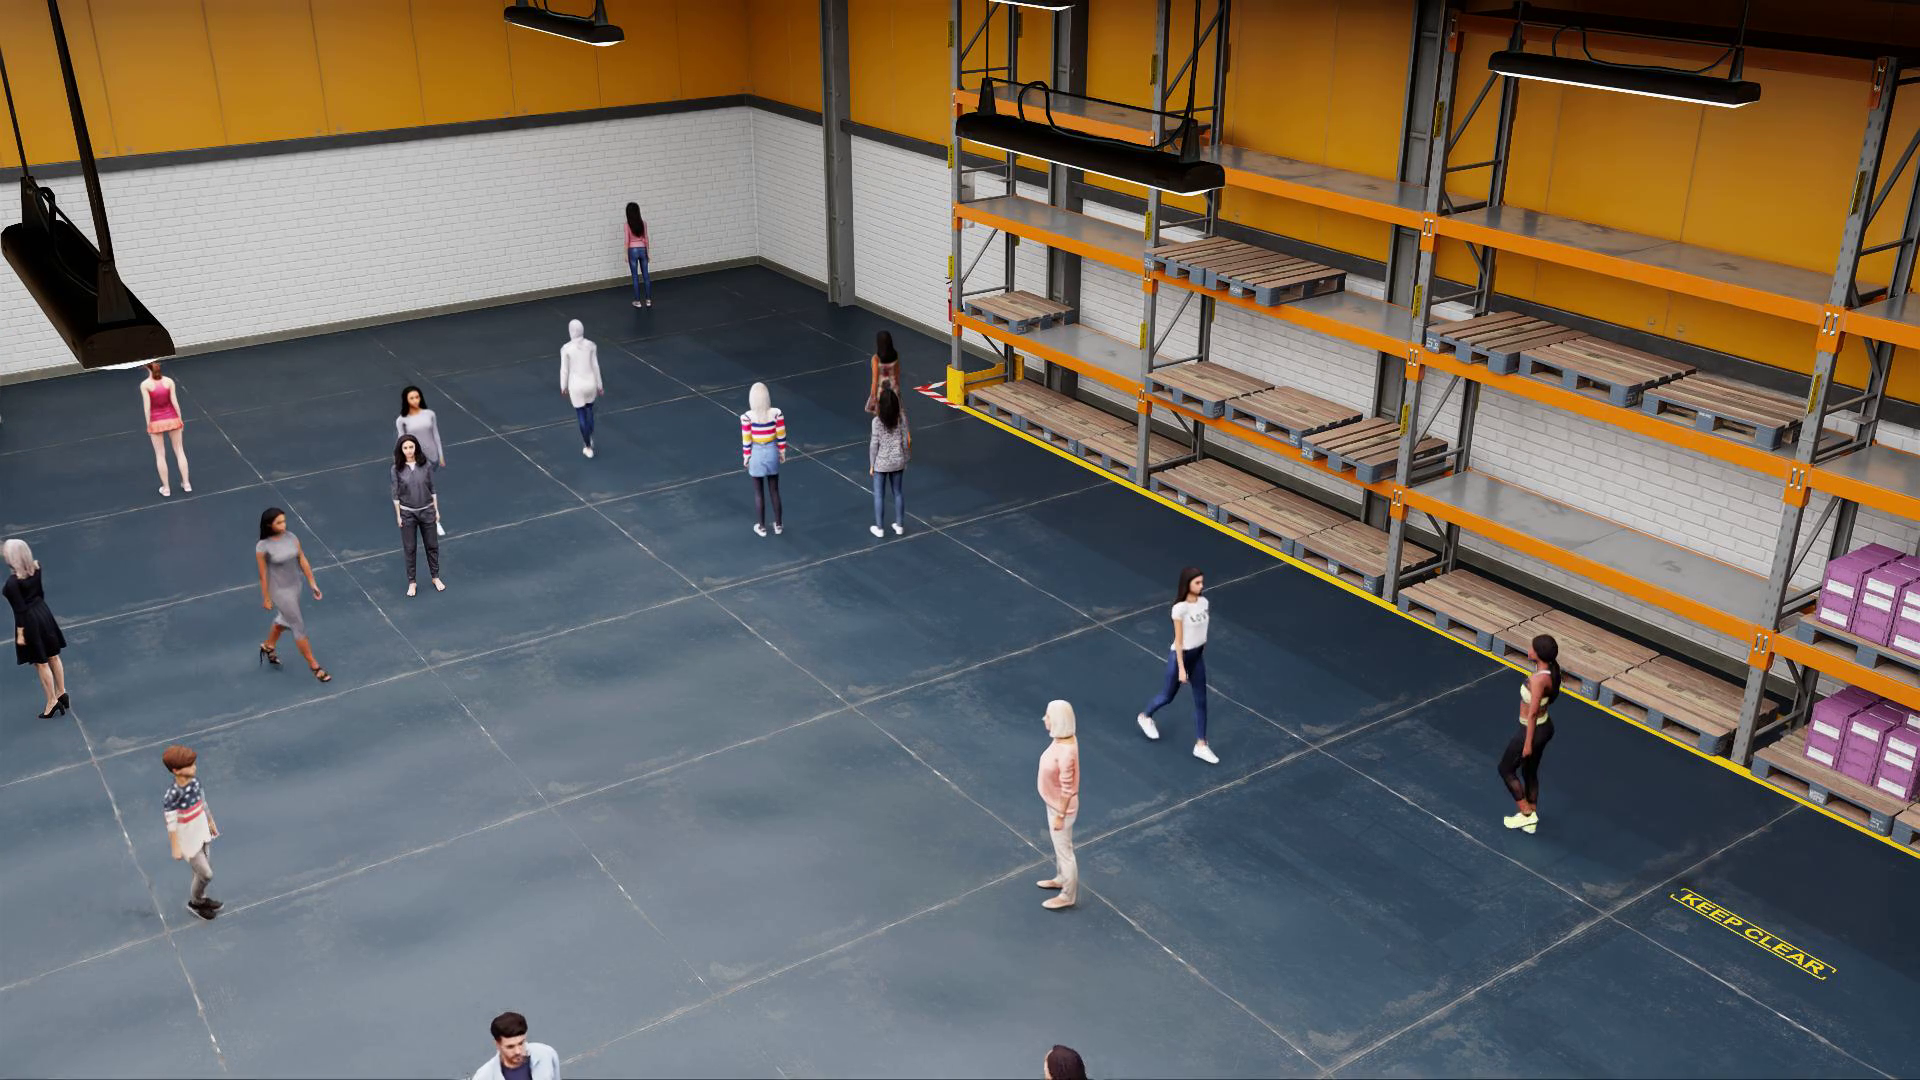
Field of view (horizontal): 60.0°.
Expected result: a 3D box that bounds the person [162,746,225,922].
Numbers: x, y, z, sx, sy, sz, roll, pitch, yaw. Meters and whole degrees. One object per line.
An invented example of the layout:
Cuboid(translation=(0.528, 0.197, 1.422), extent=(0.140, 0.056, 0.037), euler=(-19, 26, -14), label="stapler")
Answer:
Cuboid(translation=(-5.744, 2.163, 12.299), extent=(0.694, 1.428, 0.632), euler=(4, 24, 8), label="person")

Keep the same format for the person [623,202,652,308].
Cuboid(translation=(-5.394, -4.782, 27.794), extent=(0.603, 1.742, 0.523), euler=(-12, 26, -25), label="person")

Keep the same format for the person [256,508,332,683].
Cuboid(translation=(-6.430, 0.511, 15.701), extent=(1.211, 1.730, 0.957), euler=(11, 26, 24), label="person")

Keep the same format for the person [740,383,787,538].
Cuboid(translation=(-2.224, -0.924, 18.885), extent=(0.705, 1.808, 0.613), euler=(-7, 25, -17), label="person")

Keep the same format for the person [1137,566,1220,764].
Cuboid(translation=(1.885, 1.050, 14.455), extent=(0.620, 1.740, 1.104), euler=(-17, 29, -34), label="person")

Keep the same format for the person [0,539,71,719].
Cuboid(translation=(-8.375, 0.788, 15.047), extent=(0.758, 1.747, 0.679), euler=(1, 24, 2), label="person")

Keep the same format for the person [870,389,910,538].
Cuboid(translation=(-0.807, -0.878, 18.876), extent=(0.652, 1.731, 0.591), euler=(-11, 26, -23), label="person")

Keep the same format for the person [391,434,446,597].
Cuboid(translation=(-5.710, -0.291, 17.494), extent=(0.631, 1.764, 0.561), euler=(-11, 26, -23), label="person")

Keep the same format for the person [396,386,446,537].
Cuboid(translation=(-6.188, -0.947, 19.076), extent=(0.647, 1.699, 1.138), euler=(-17, 29, -34), label="person")

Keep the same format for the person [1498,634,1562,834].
Cuboid(translation=(4.643, 1.584, 13.230), extent=(0.677, 1.742, 0.668), euler=(17, 29, 33), label="person")

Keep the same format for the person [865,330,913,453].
Cuboid(translation=(-0.902, -1.868, 21.278), extent=(0.637, 1.622, 1.030), euler=(-17, 29, -34), label="person")

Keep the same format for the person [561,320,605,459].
Cuboid(translation=(-4.790, -1.905, 21.195), extent=(0.722, 1.755, 0.884), euler=(-12, 26, -25), label="person")

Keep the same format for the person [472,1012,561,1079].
Cuboid(translation=(-2.455, 3.333, 9.184), extent=(0.713, 1.779, 1.167), euler=(-14, 27, -29), label="person")

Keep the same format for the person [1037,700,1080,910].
Cuboid(translation=(0.753, 1.955, 12.404), extent=(0.738, 1.725, 0.631), euler=(-1, 24, -3), label="person")

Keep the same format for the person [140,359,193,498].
Cuboid(translation=(-9.600, -1.404, 20.054), extent=(0.561, 1.751, 0.536), euler=(-17, 29, -34), label="person")
